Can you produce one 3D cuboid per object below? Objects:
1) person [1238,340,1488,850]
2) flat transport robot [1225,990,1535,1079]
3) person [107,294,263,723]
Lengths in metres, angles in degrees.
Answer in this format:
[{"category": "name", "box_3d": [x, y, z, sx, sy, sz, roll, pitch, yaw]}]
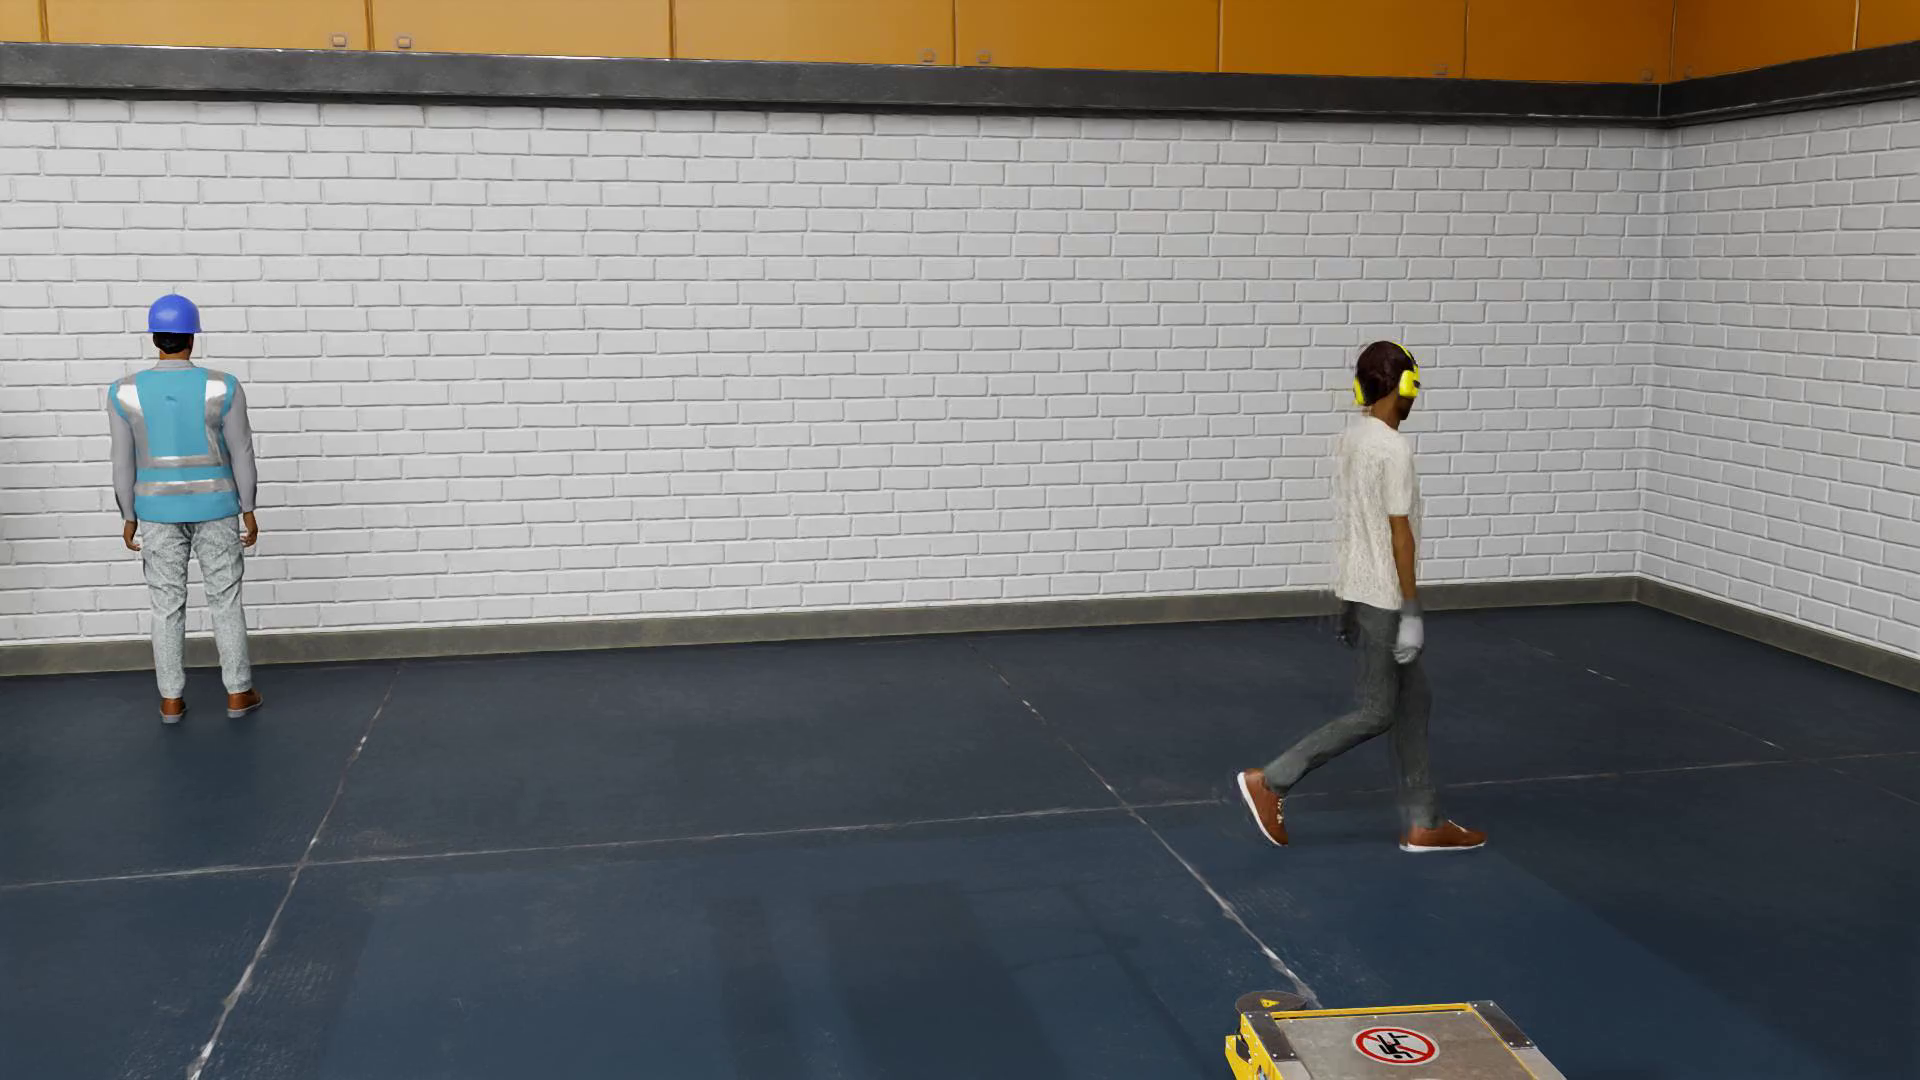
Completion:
[{"category": "person", "box_3d": [1.450, 0.211, 5.848, 0.845, 1.821, 0.569, 0, 9, -3]}, {"category": "flat transport robot", "box_3d": [1.080, 1.353, 3.610, 0.652, 0.197, 1.431, -1, 9, -6]}, {"category": "person", "box_3d": [-3.518, -0.137, 7.588, 0.603, 1.949, 0.388, -3, 10, -16]}]
